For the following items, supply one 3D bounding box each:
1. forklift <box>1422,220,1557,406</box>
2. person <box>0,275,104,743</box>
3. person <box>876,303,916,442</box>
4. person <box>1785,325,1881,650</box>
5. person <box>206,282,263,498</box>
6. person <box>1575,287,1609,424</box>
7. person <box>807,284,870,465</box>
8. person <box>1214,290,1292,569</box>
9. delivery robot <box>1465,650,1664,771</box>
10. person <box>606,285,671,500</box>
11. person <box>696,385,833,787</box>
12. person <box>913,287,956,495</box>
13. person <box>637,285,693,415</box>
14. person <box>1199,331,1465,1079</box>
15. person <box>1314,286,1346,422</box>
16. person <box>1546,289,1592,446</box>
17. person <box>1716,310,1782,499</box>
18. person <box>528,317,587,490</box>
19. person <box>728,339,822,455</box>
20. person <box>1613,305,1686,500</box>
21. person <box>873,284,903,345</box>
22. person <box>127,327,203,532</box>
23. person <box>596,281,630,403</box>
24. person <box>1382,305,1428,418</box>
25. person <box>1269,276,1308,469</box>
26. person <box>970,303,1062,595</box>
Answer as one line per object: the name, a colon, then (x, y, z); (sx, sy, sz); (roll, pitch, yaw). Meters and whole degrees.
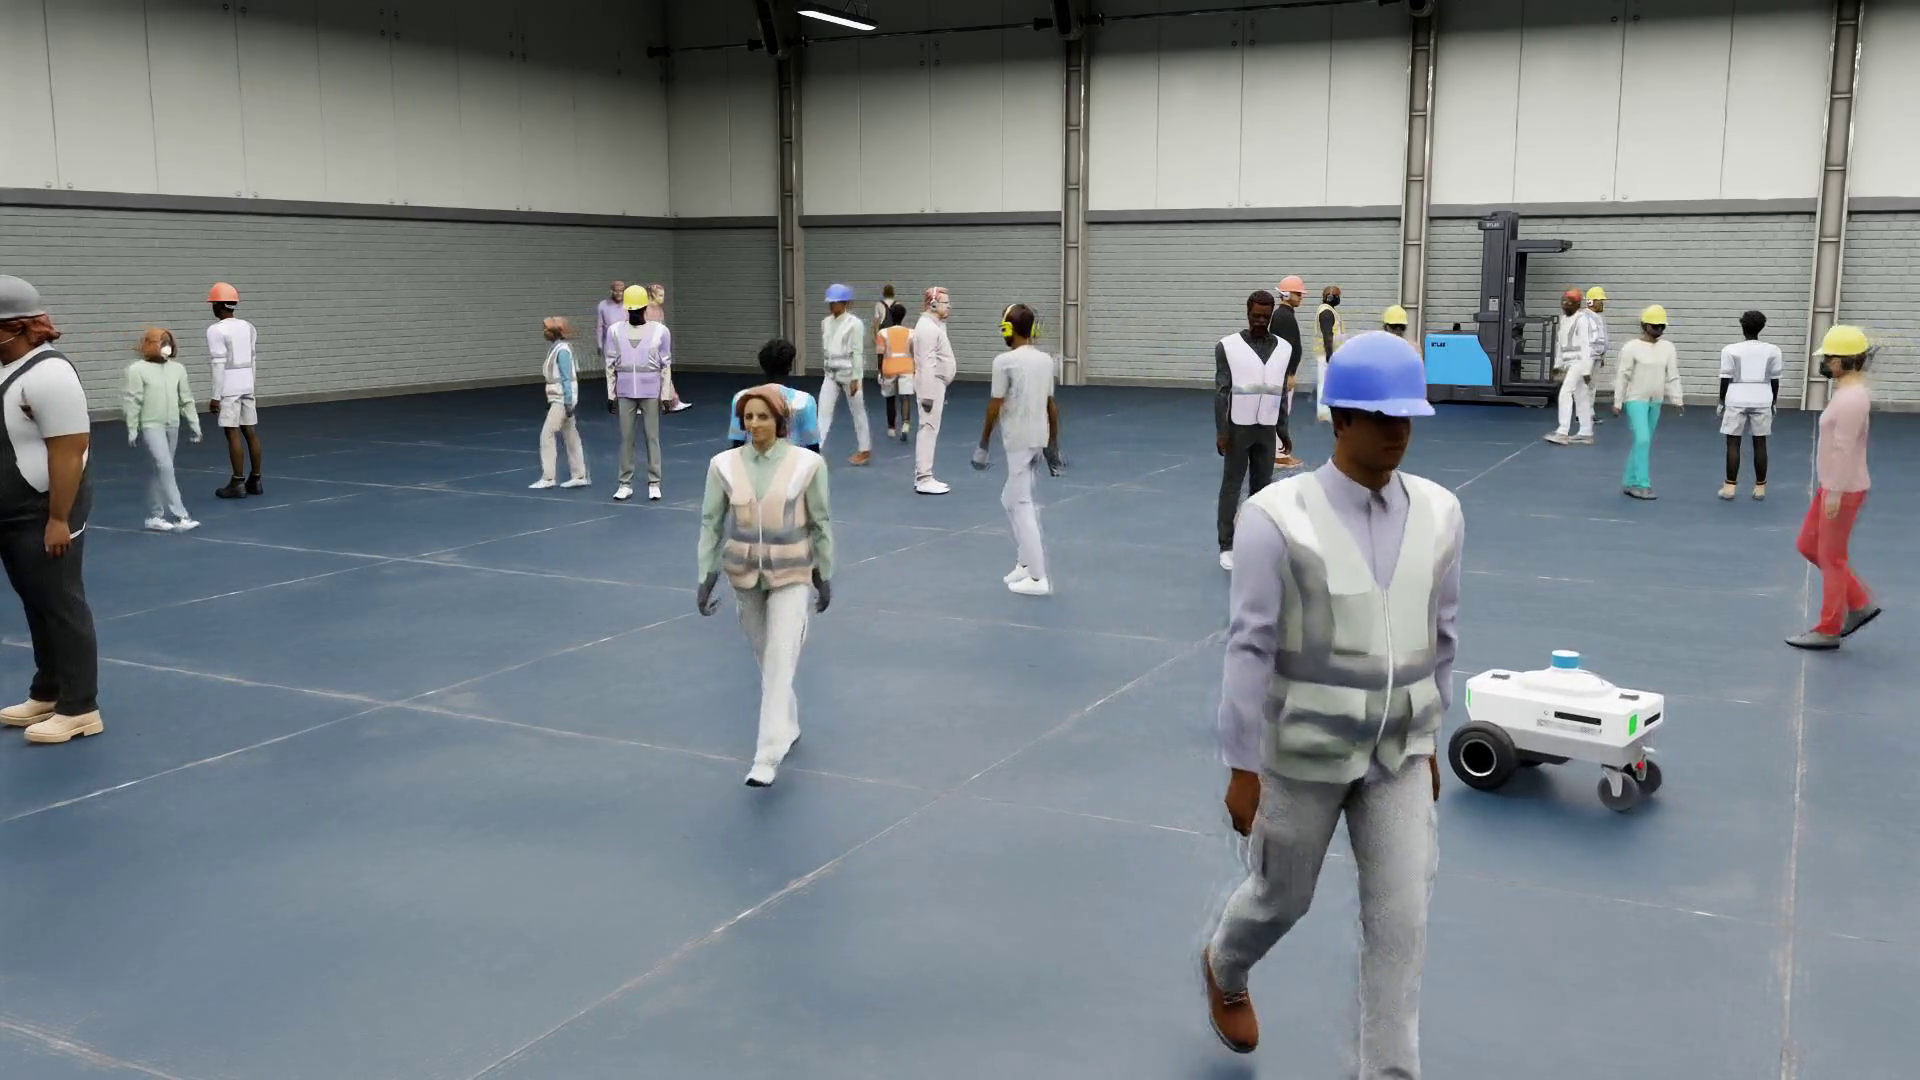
forklift: (8.245, -3.527, 25.720); (1.873, 2.768, 1.129); (5, 10, 27)
person: (-4.103, -0.122, 7.298); (0.536, 2.000, 0.688); (-8, 12, -42)
person: (-0.741, -2.030, 20.105); (0.538, 1.662, 0.844); (-1, 9, -7)
person: (4.731, -0.278, 8.982); (0.381, 1.755, 0.543); (5, 10, 26)
person: (-6.631, -1.363, 15.135); (0.370, 1.939, 0.543); (3, 10, 17)
person: (8.493, -2.479, 22.346); (0.590, 1.833, 0.403); (-9, 13, -44)
person: (-1.283, -1.707, 17.357); (0.629, 1.895, 1.019); (7, 12, 38)
person: (2.023, -0.766, 11.535); (0.587, 1.914, 0.391); (-4, 10, -21)
delivery robot: (2.395, 0.683, 6.606); (0.707, 0.478, 0.477); (8, 12, 40)
person: (-2.888, -1.320, 14.938); (0.584, 1.917, 0.383); (0, 9, 0)
person: (-0.798, 0.169, 6.748); (0.533, 1.584, 0.876); (2, 9, 10)
person: (-0.231, -1.388, 15.427); (0.396, 1.902, 0.654); (0, 9, 1)
person: (-4.357, -2.697, 23.669); (1.057, 1.841, 0.632); (3, 10, 16)
person: (0.868, 0.459, 3.974); (0.629, 1.924, 0.888); (-3, 10, -16)
person: (5.081, -2.571, 22.888); (0.429, 1.844, 0.627); (1, 9, 9)
person: (7.251, -2.036, 19.661); (0.707, 1.829, 0.665); (0, 9, 1)
person: (7.083, -1.214, 14.960); (0.540, 1.696, 0.317); (1, 9, 8)
person: (-3.834, -1.277, 15.582); (0.683, 1.609, 0.537); (-3, 10, -20)
person: (-1.068, -0.363, 9.865); (0.541, 1.641, 0.901); (2, 9, 11)
person: (6.195, -1.214, 14.854); (0.550, 1.733, 0.793); (-3, 10, -17)
person: (-1.274, -3.661, 29.745); (0.528, 1.813, 0.930); (-1, 9, -6)
person: (-6.162, -0.856, 13.012); (0.777, 1.597, 0.527); (4, 10, 23)
person: (-5.093, -2.914, 24.828); (0.661, 1.890, 0.428); (-2, 9, -10)
person: (3.891, -1.198, 14.759); (0.535, 1.736, 0.828); (-2, 9, -10)
person: (3.414, -1.766, 17.457); (0.392, 1.991, 0.612); (0, 9, -2)
person: (0.355, -0.579, 10.613); (0.588, 1.840, 0.484); (8, 12, 39)
